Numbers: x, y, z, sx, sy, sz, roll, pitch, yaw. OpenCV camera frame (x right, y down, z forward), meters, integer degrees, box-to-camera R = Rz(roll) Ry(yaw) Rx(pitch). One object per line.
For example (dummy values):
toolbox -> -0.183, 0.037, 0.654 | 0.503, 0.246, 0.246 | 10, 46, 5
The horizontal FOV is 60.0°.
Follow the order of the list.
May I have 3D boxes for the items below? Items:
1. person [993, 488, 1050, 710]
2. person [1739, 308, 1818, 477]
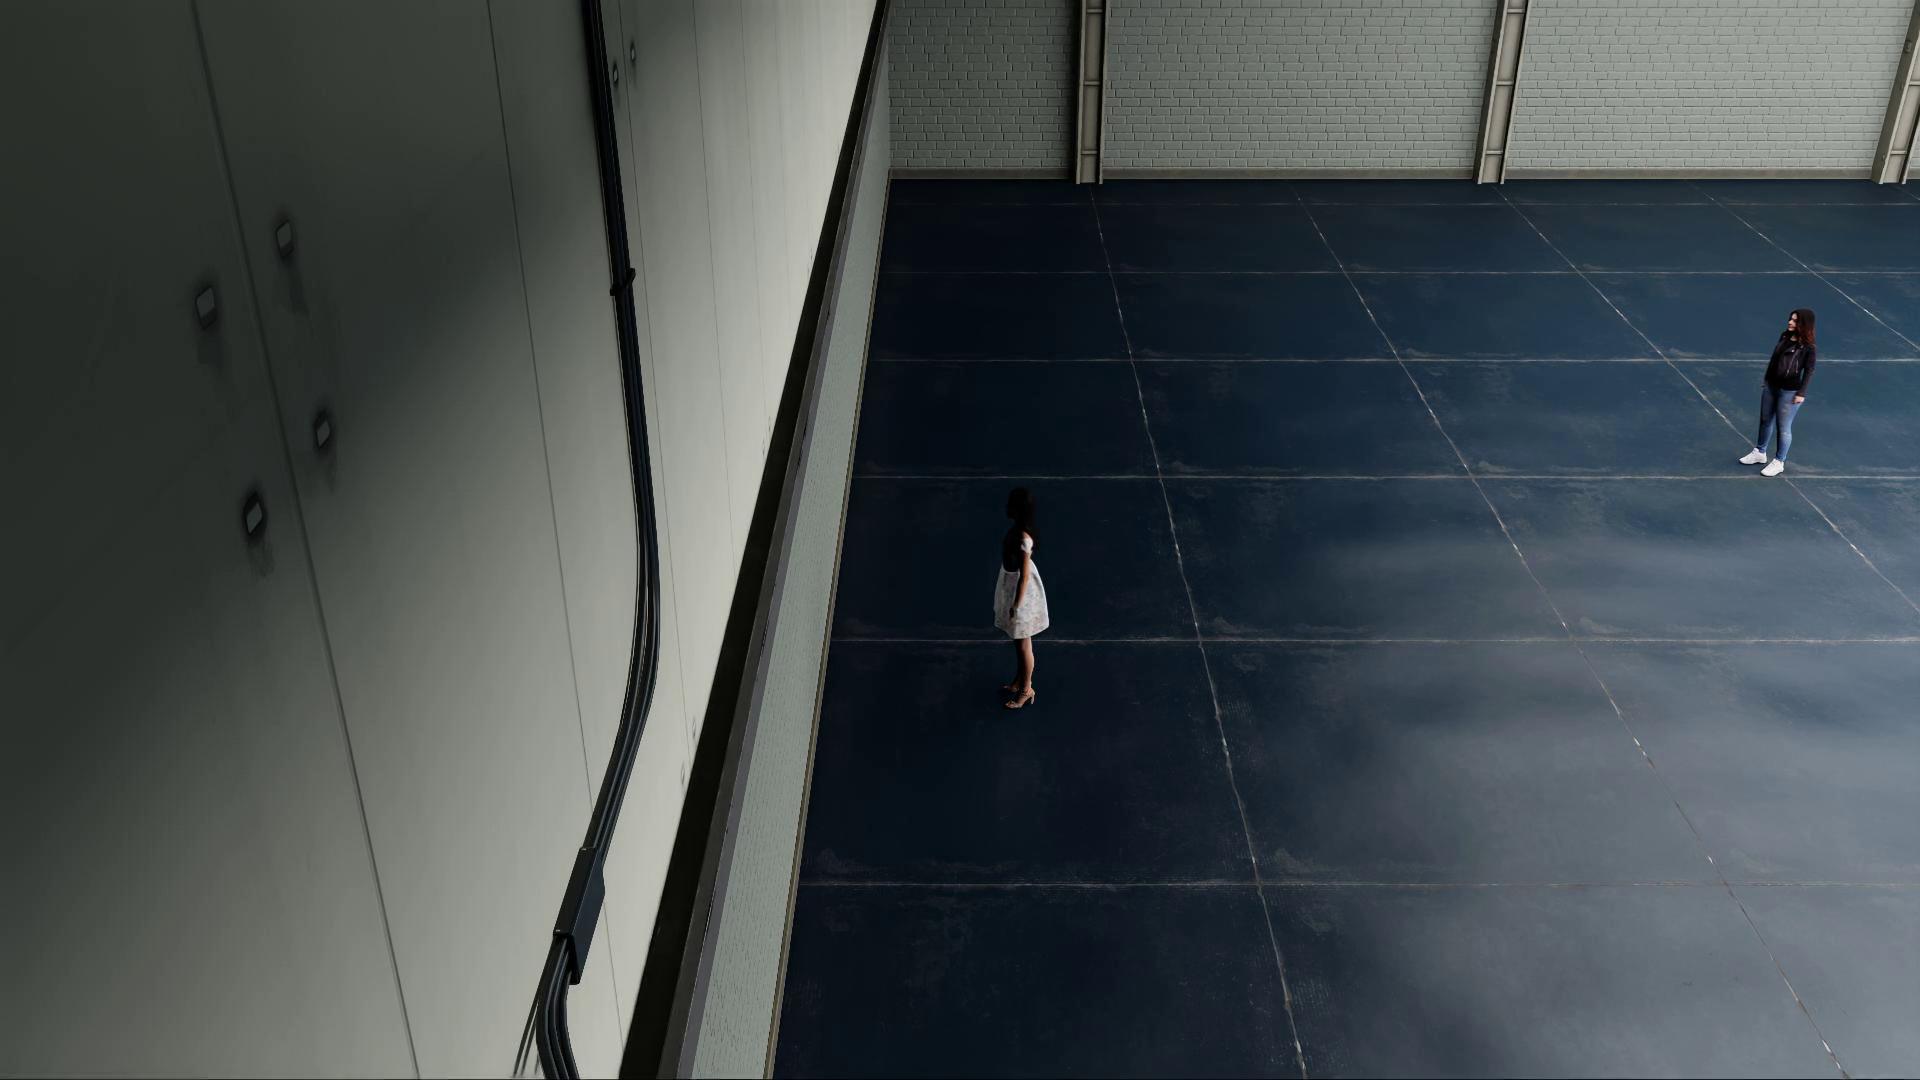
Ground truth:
person -> 0.437, 0.420, 12.168 | 0.608, 1.775, 0.628 | 0, 28, 0
person -> 7.813, -1.423, 15.778 | 0.672, 1.634, 0.711 | -9, 29, -16
